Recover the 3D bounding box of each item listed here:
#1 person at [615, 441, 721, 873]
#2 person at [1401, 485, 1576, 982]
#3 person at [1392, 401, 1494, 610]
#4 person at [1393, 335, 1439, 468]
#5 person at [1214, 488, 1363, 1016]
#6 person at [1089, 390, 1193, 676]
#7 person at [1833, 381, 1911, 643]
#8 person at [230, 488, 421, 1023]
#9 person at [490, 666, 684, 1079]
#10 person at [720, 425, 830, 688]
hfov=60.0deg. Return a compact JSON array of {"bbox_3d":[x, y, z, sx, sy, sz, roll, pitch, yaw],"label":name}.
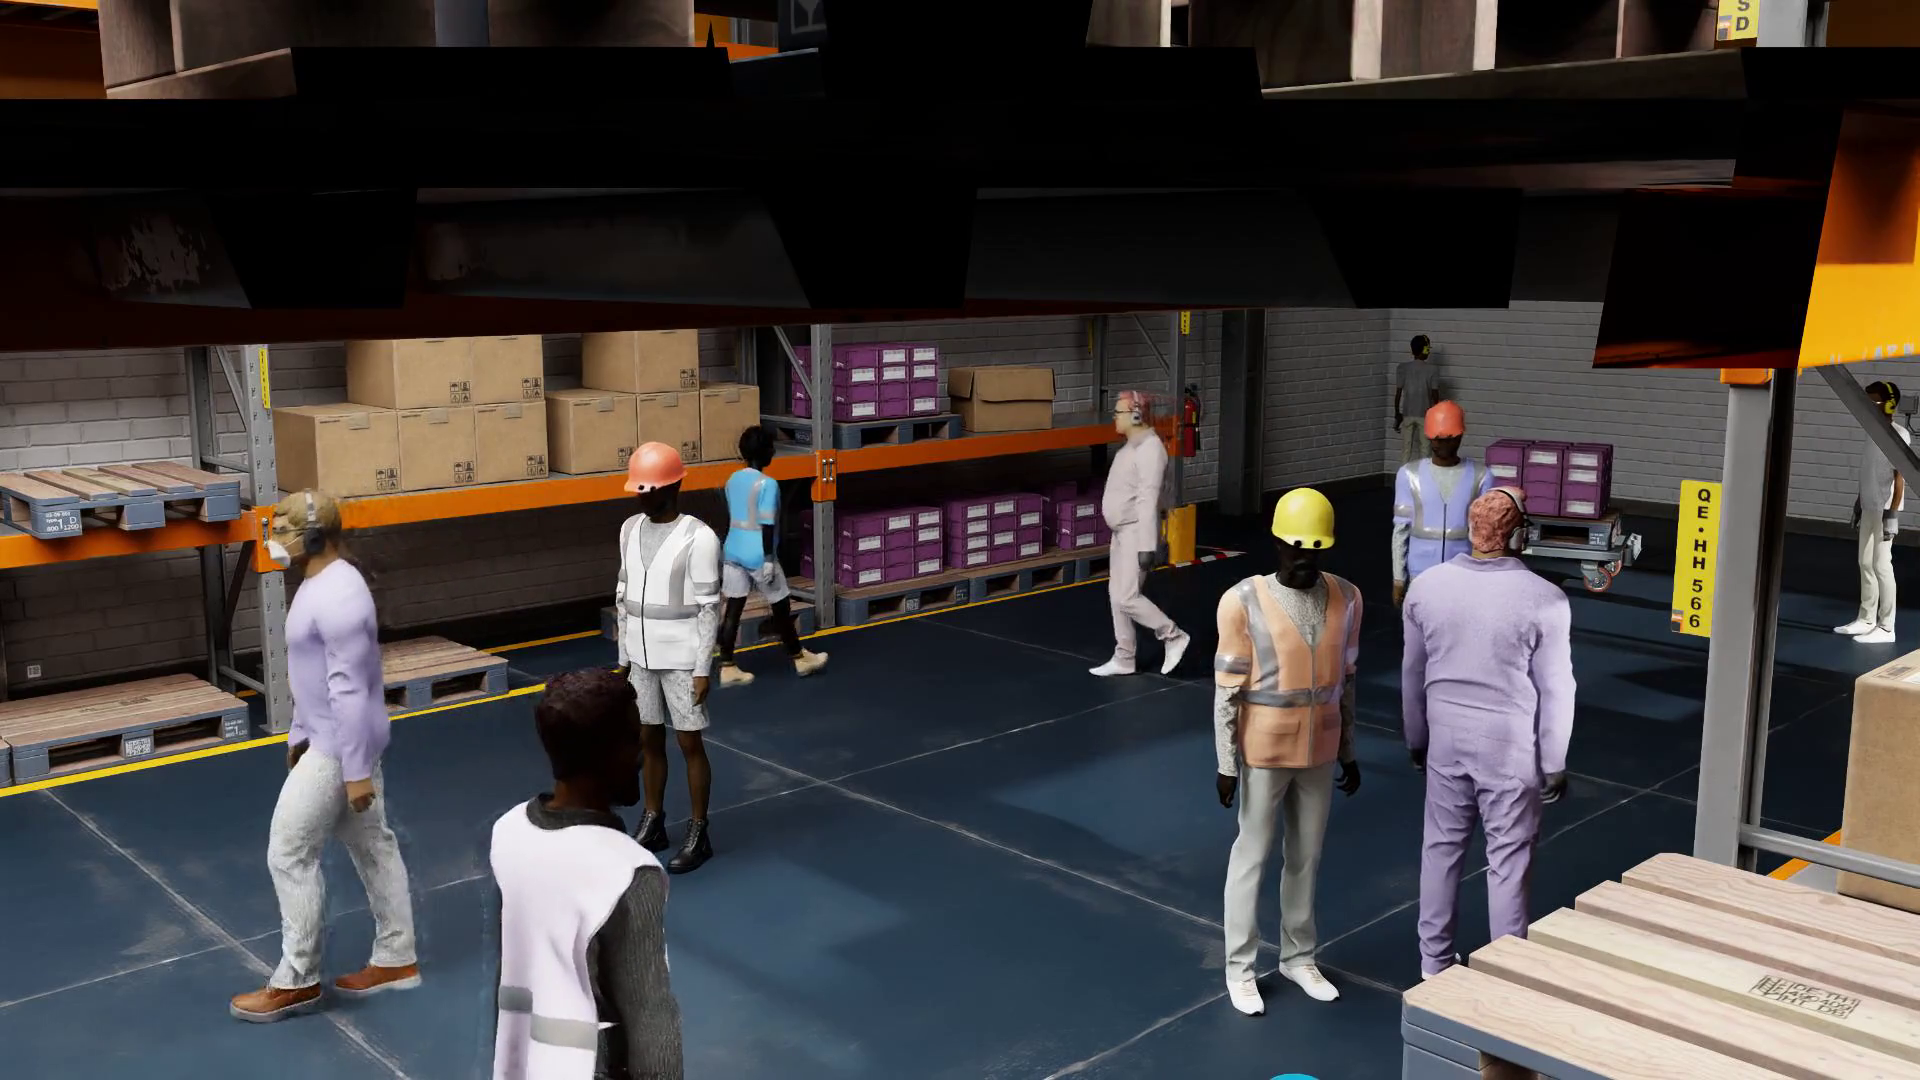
[{"bbox_3d":[-1.323,0.519,7.419,0.543,1.933,0.363,5,11,28],"label":"person"},{"bbox_3d":[1.950,0.751,6.137,0.642,1.910,0.401,9,13,44],"label":"person"},{"bbox_3d":[2.723,0.184,9.412,0.564,1.933,0.395,3,10,14],"label":"person"},{"bbox_3d":[5.108,-1.353,18.584,0.519,1.865,0.331,6,11,30],"label":"person"},{"bbox_3d":[1.203,0.760,6.031,0.593,1.922,0.380,-4,10,-20],"label":"person"},{"bbox_3d":[1.160,-0.025,10.729,0.552,1.886,0.661,-1,10,-6],"label":"person"},{"bbox_3d":[6.530,-0.200,11.851,0.316,1.861,0.514,0,10,2],"label":"person"},{"bbox_3d":[-2.378,0.769,6.015,0.806,1.908,0.648,-4,10,-21],"label":"person"},{"bbox_3d":[-0.839,1.204,3.577,0.934,1.889,0.594,-7,12,-36],"label":"person"},{"bbox_3d":[-1.224,0.095,10.664,0.819,1.656,0.557,-8,13,-41],"label":"person"}]
